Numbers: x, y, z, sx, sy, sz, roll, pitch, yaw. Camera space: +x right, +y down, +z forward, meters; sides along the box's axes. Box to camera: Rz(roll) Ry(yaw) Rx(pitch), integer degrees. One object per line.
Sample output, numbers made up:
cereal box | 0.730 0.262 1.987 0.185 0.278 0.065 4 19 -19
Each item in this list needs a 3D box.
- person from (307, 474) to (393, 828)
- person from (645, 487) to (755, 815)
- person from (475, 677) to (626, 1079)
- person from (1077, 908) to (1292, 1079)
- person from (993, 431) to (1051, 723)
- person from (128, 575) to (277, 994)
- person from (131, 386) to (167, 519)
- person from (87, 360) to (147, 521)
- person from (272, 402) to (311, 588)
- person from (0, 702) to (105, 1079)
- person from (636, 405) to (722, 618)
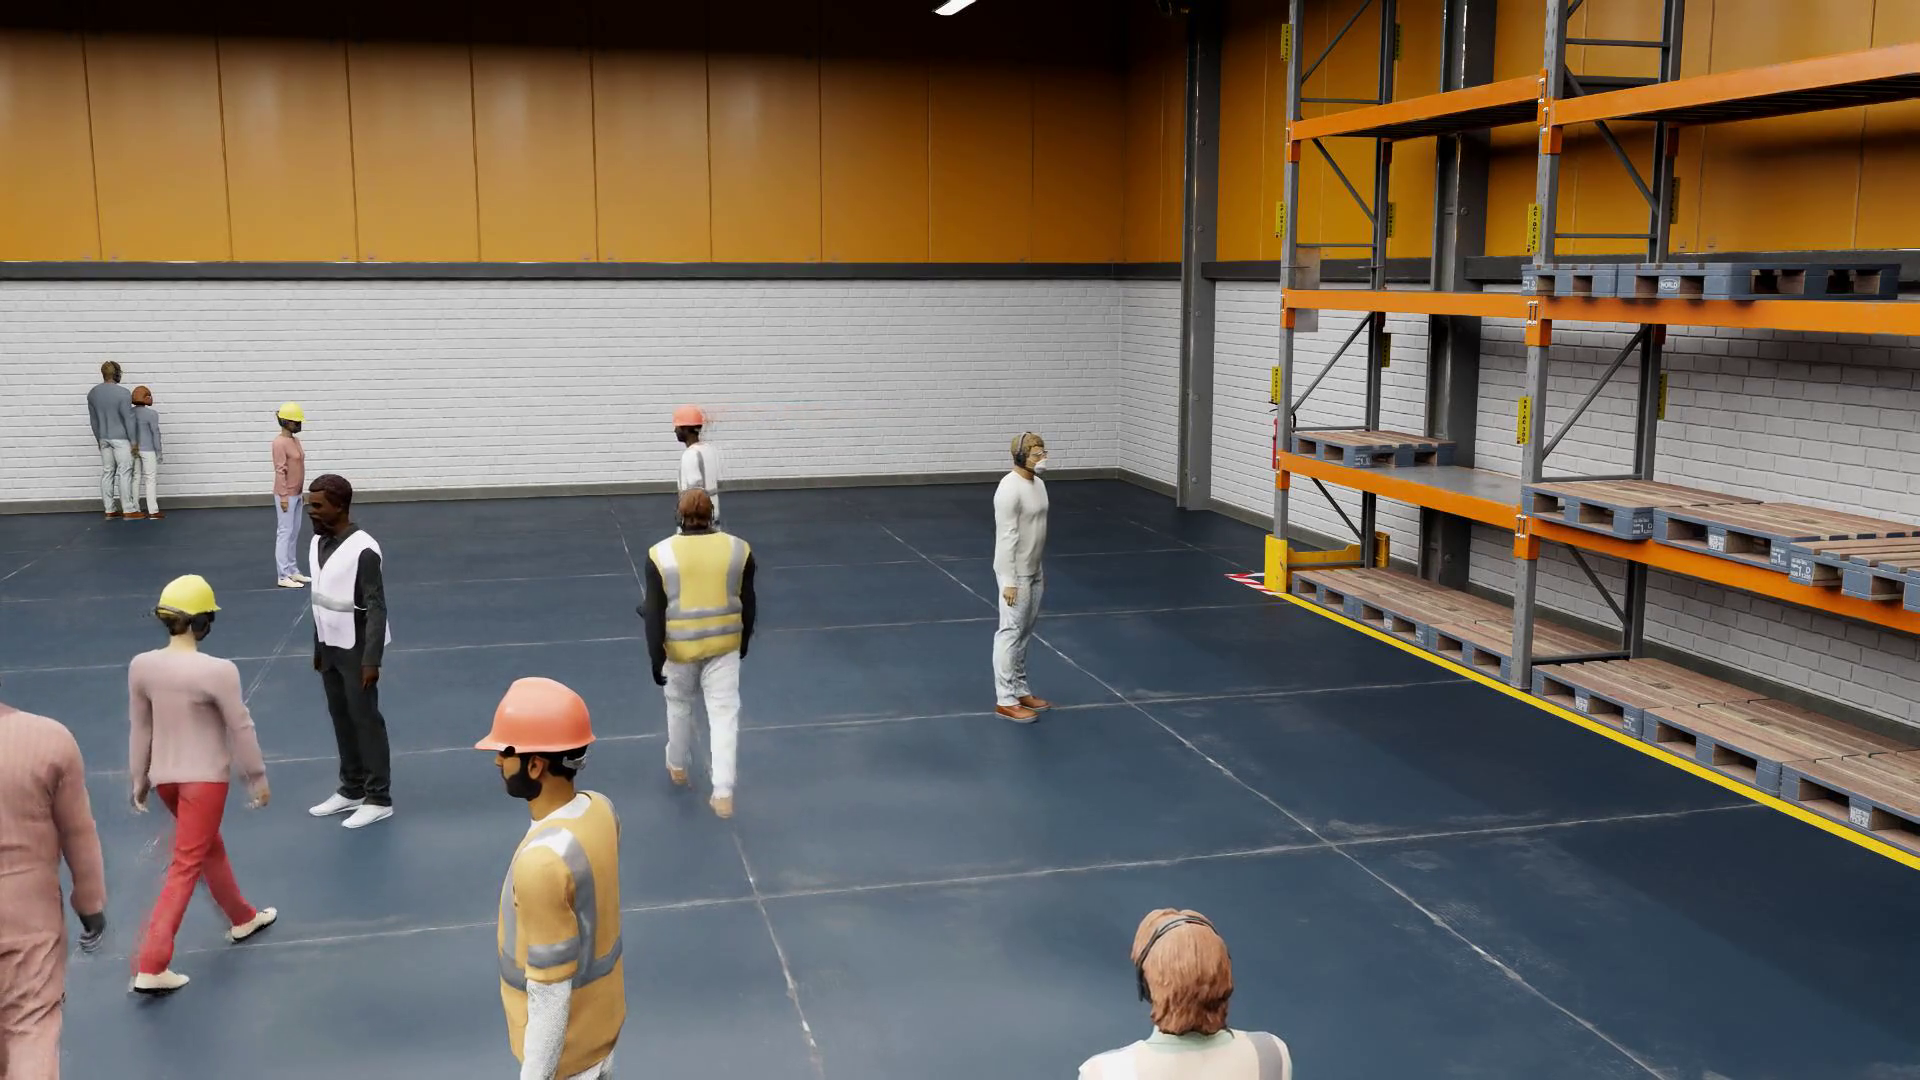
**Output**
person | -3.313 0.588 9.032 0.597 1.916 0.371 8 12 40
person | -1.475 0.590 9.412 0.633 1.788 0.978 -3 10 -17
person | -1.080 1.315 4.435 0.358 1.938 0.545 0 9 1
person | 0.474 1.598 3.594 0.523 1.639 0.309 -3 10 -18
person | 0.421 0.235 11.172 0.376 1.940 0.629 4 10 22
person | -3.255 1.002 7.079 0.541 1.716 0.928 3 10 18
person | -9.942 -1.064 20.263 0.497 1.625 0.286 2 9 15
person | -10.209 -1.198 20.120 0.631 1.940 0.372 3 10 17
person | -6.367 -0.432 15.881 0.333 1.764 0.532 -1 9 -3
person | -3.129 1.208 5.371 0.651 1.863 0.983 -5 10 -29
person | -2.262 -0.207 14.122 1.016 1.884 0.544 3 9 16
